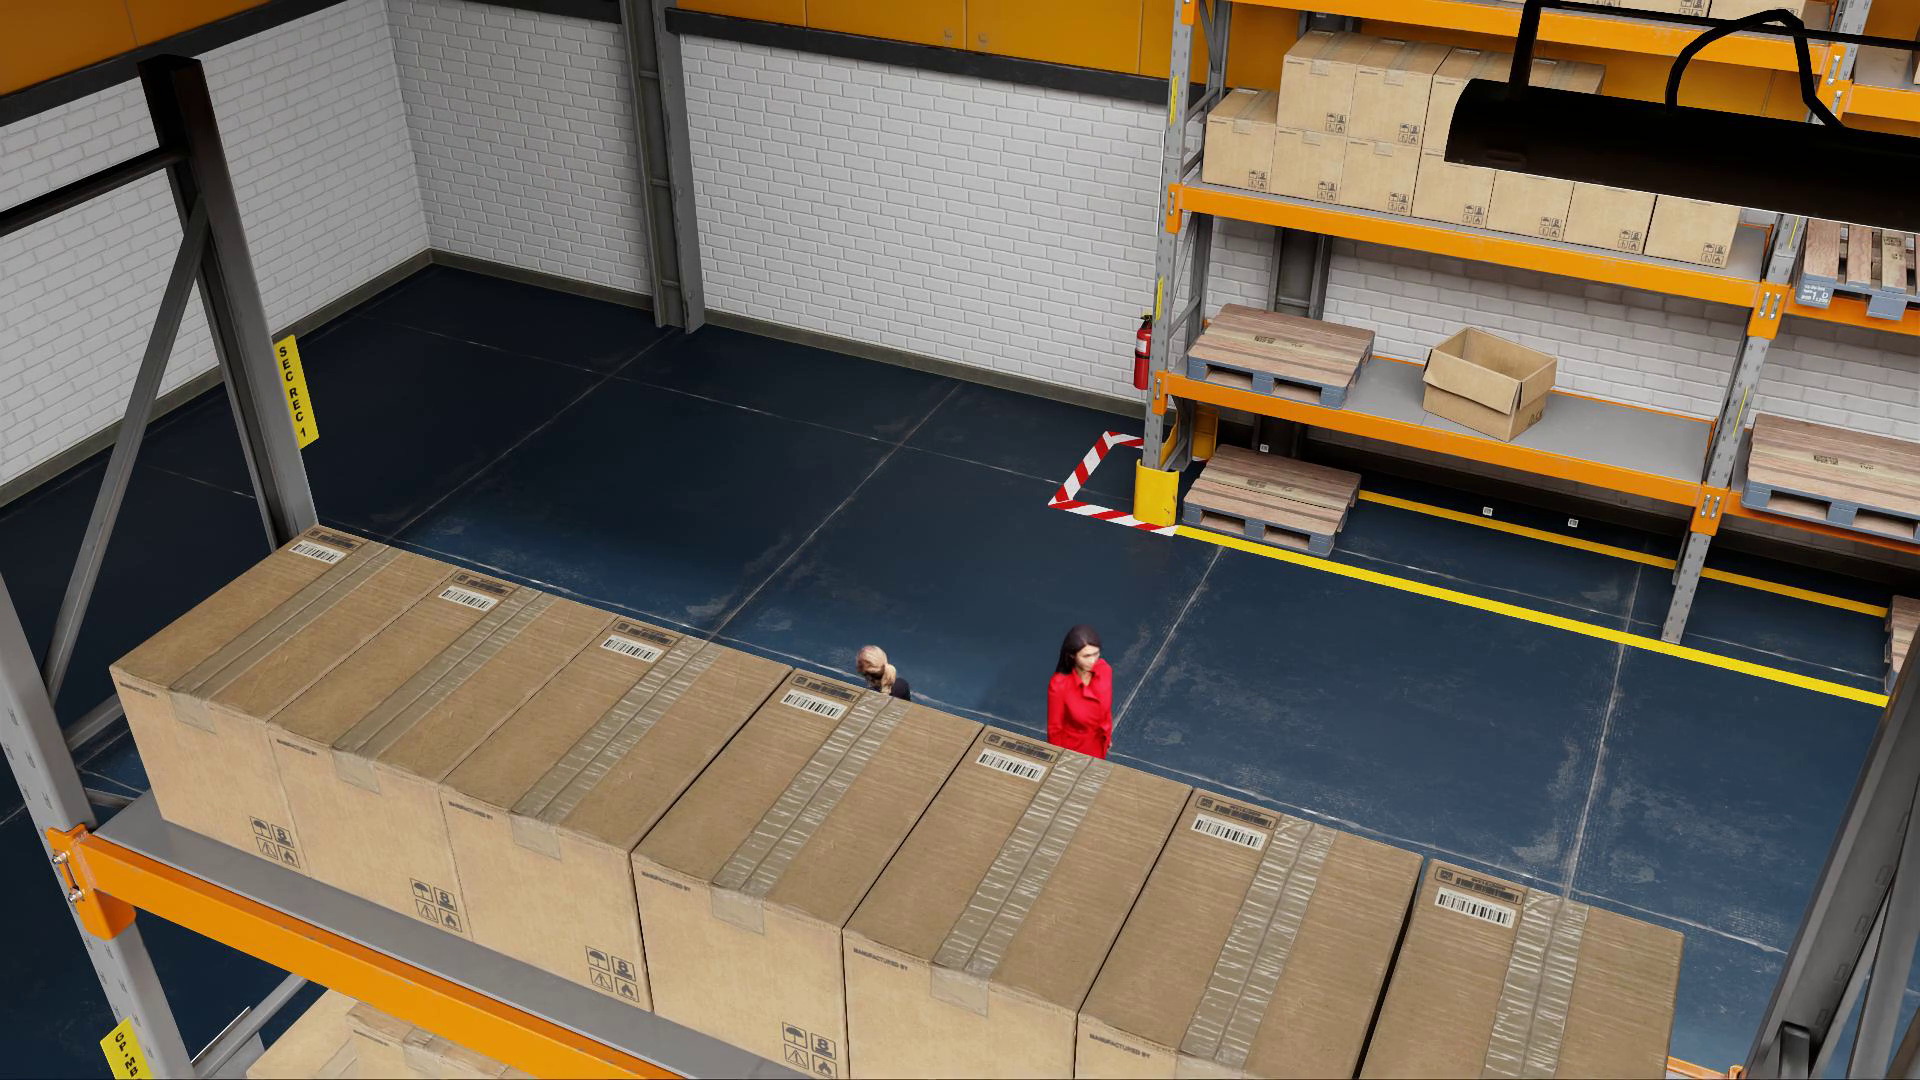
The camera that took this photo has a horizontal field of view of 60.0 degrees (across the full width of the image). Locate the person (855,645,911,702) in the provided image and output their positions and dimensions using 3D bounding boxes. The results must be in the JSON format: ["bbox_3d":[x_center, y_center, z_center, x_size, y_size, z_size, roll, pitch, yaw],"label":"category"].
[{"bbox_3d":[-0.421,1.358,9.543,1.059,1.675,0.839,28,43,35],"label":"person"}]

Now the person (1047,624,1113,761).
[{"bbox_3d":[0.682,1.212,9.696,0.732,1.748,0.765,-21,39,-29],"label":"person"}]
